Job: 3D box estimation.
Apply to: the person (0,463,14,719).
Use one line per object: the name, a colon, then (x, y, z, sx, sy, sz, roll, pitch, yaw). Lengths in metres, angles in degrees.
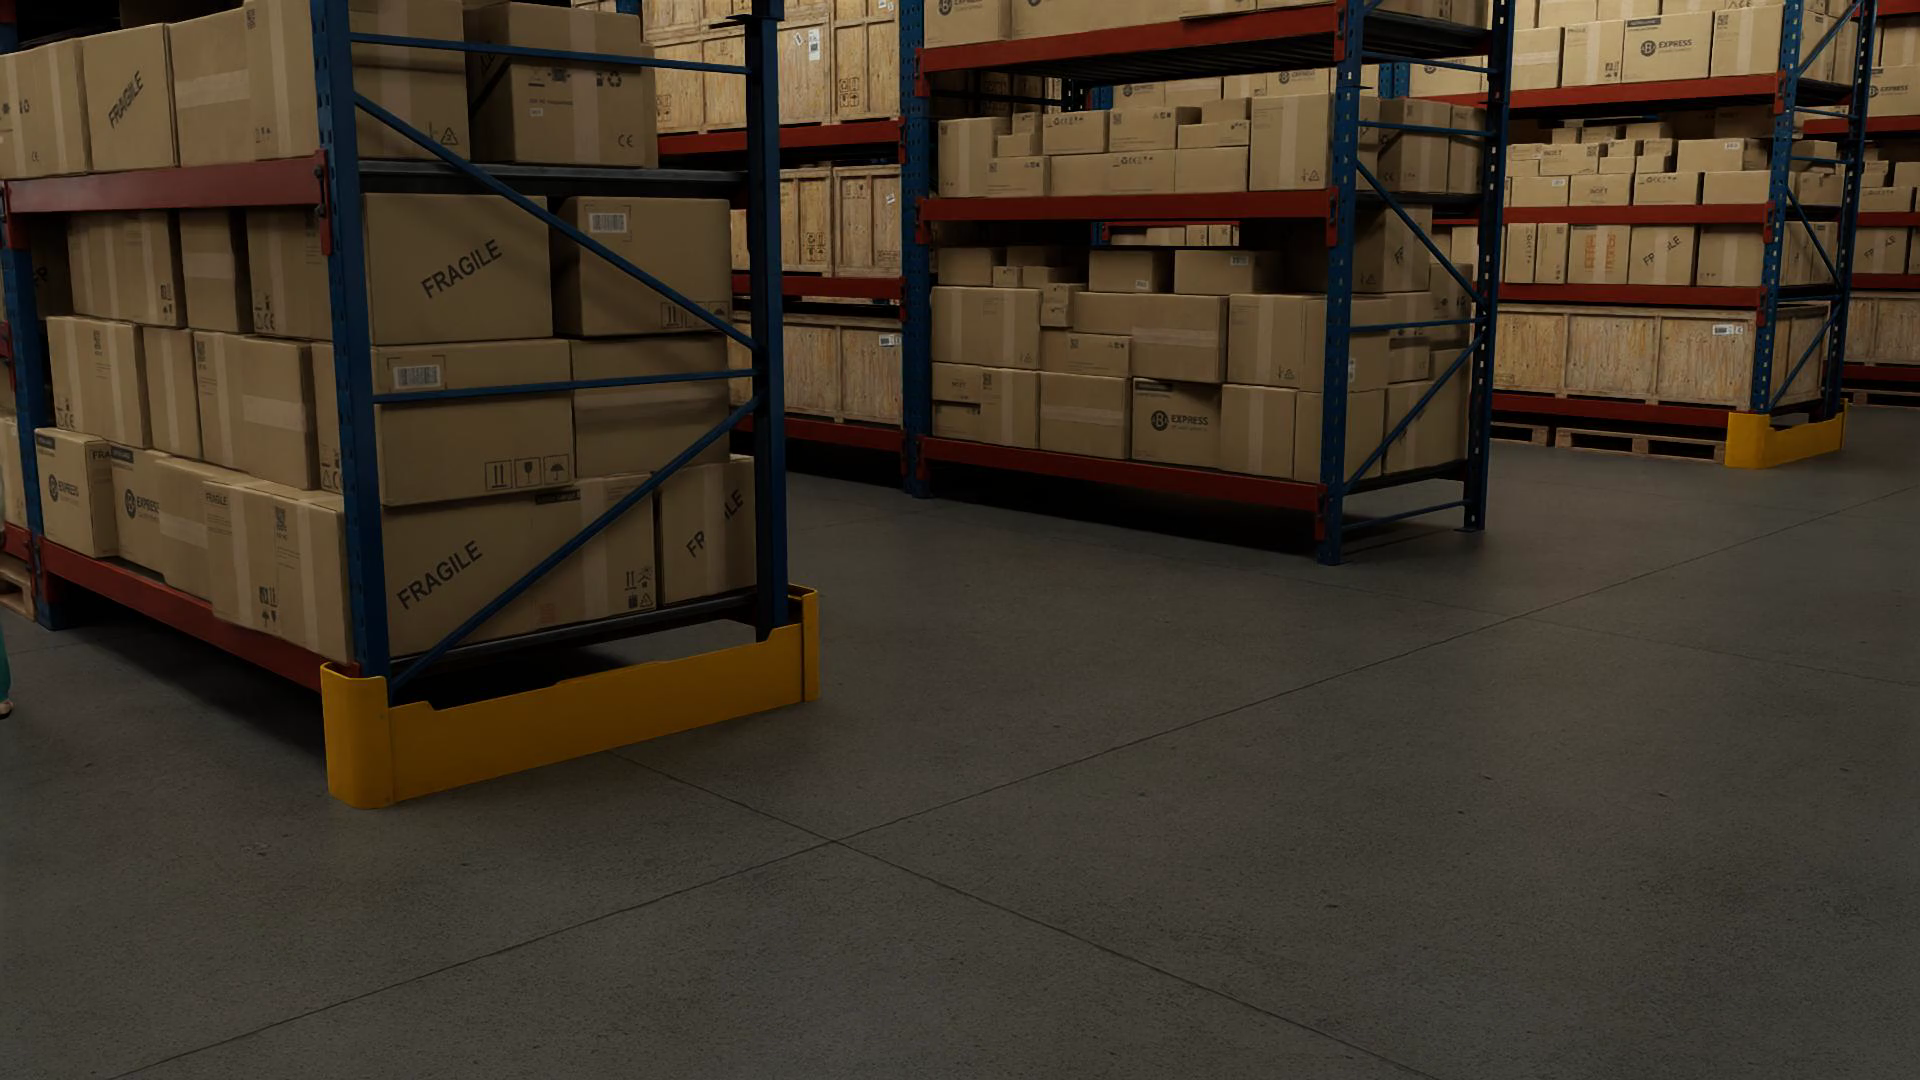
person: (-4.438, -0.059, 7.218, 0.533, 1.767, 0.326, -9, 14, -42)
